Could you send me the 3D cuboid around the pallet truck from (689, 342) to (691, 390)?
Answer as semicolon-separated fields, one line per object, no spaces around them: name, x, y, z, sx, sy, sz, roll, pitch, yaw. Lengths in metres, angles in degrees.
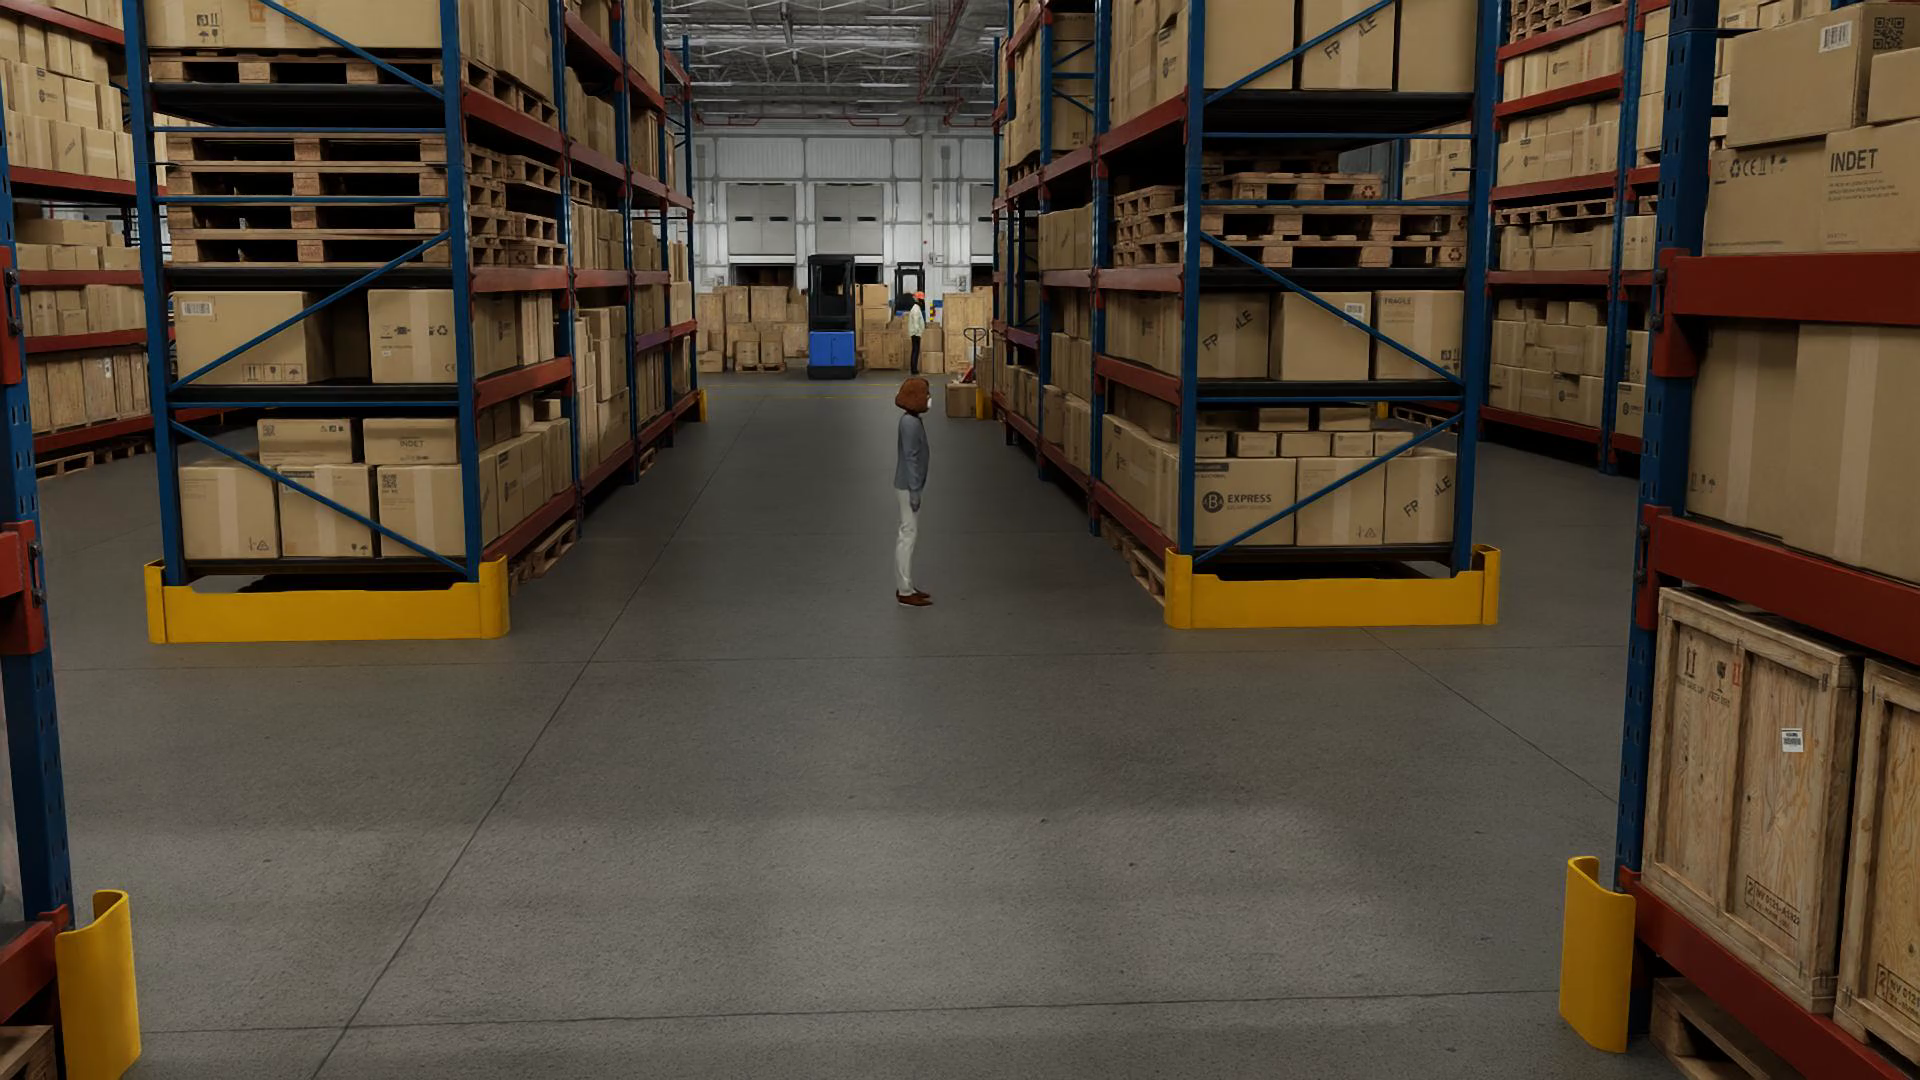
pallet truck;-5.225;-3.008;27.480;1.885;1.965;0.823;2;9;14

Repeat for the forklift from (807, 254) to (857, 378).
forklift;-2.942;-5.145;38.138;1.129;2.768;1.873;-1;9;-4

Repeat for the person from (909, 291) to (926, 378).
person;-0.968;-4.698;38.130;0.402;1.985;0.613;0;9;-2

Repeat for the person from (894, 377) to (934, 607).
person;-0.334;-0.349;11.921;0.285;1.633;0.501;0;9;-2

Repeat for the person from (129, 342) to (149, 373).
person;-15.876;-3.712;32.086;0.854;1.943;0.609;3;10;18

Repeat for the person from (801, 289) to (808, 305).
person;-5.875;-8.635;63.340;0.991;1.839;0.590;2;9;13

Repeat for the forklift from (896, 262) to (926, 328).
forklift;-1.780;-8.547;59.499;1.129;2.768;1.873;-1;9;-4
